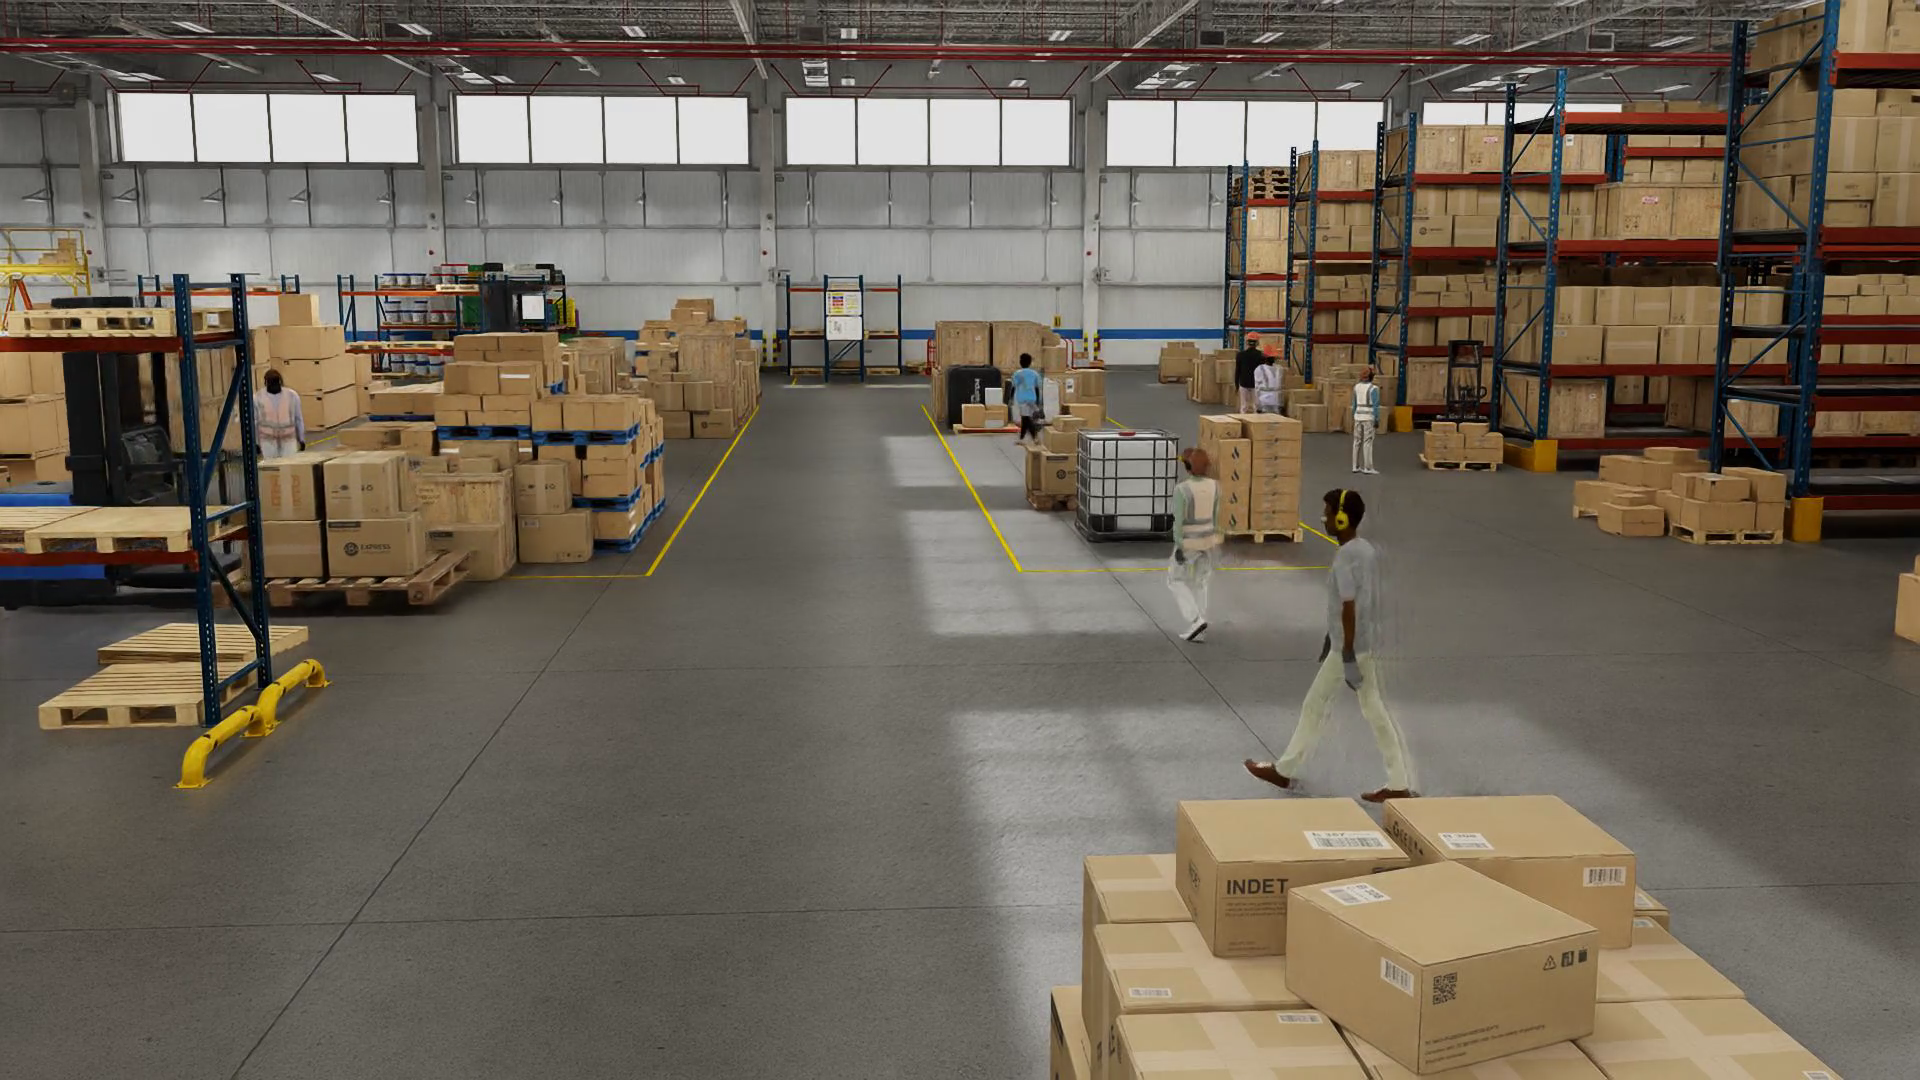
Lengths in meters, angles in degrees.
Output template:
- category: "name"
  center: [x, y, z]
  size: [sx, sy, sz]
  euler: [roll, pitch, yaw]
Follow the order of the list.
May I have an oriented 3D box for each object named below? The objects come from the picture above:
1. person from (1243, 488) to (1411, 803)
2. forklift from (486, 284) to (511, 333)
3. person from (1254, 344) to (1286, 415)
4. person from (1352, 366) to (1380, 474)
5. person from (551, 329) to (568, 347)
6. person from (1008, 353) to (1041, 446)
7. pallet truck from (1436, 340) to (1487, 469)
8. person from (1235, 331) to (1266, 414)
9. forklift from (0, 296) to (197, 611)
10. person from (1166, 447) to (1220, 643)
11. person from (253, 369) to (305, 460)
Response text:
- category: "person"
  center: [2.177, 0.607, 9.558]
  size: [0.990, 1.817, 0.518]
  euler: [6, 11, 35]
- category: "forklift"
  center: [-10.054, -4.217, 36.511]
  size: [1.873, 2.768, 1.129]
  euler: [-1, 9, -4]
- category: "person"
  center: [5.019, -2.215, 27.012]
  size: [0.578, 1.905, 0.415]
  euler: [-5, 10, -29]
- category: "person"
  center: [6.182, -1.819, 25.336]
  size: [0.307, 1.640, 0.520]
  euler: [-5, 11, -31]
- category: "person"
  center: [-8.358, -3.406, 34.441]
  size: [0.651, 1.907, 0.898]
  euler: [0, 9, -2]
- category: "person"
  center: [1.192, -2.450, 29.233]
  size: [0.534, 1.662, 0.820]
  euler: [-8, 12, -40]
- category: "pallet truck"
  center: [8.004, -2.170, 26.422]
  size: [0.823, 1.965, 1.885]
  euler: [2, 9, 14]
- category: "person"
  center: [5.385, -2.852, 30.708]
  size: [0.618, 1.993, 0.396]
  euler: [2, 9, 14]
- category: "forklift"
  center: [-7.816, -0.823, 15.197]
  size: [1.873, 2.768, 1.129]
  euler: [-1, 9, -4]
- category: "person"
  center: [1.919, 0.049, 13.639]
  size: [0.523, 1.625, 0.388]
  euler: [-6, 11, -32]
- category: "person"
  center: [-8.748, -1.273, 21.334]
  size: [0.653, 1.822, 0.551]
  euler: [-5, 10, -27]
